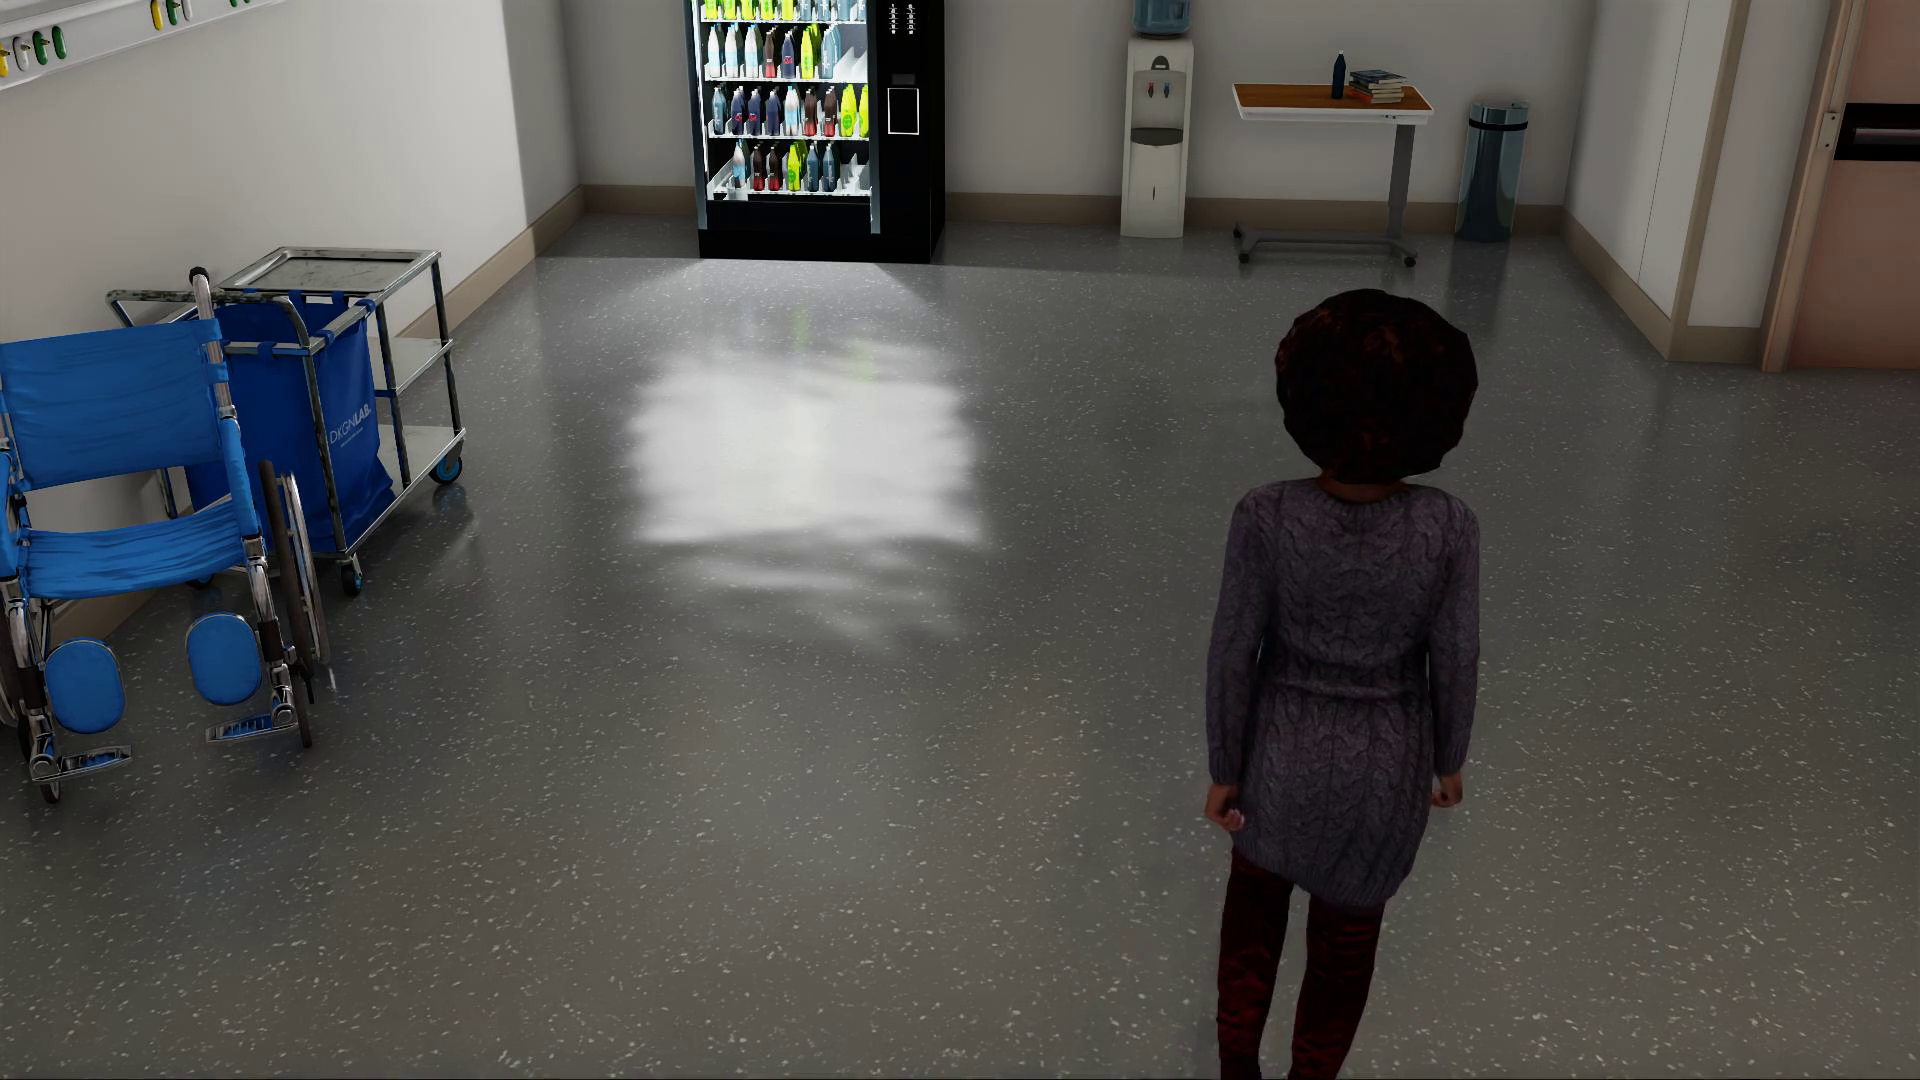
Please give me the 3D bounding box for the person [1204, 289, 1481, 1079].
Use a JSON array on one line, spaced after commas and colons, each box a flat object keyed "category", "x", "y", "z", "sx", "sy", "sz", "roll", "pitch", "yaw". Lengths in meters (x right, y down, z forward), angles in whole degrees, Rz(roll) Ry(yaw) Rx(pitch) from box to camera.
[{"category": "person", "x": 0.613, "y": 0.444, "z": 2.780, "sx": 0.651, "sy": 1.701, "sz": 0.722, "roll": 8, "pitch": 27, "yaw": 16}]
